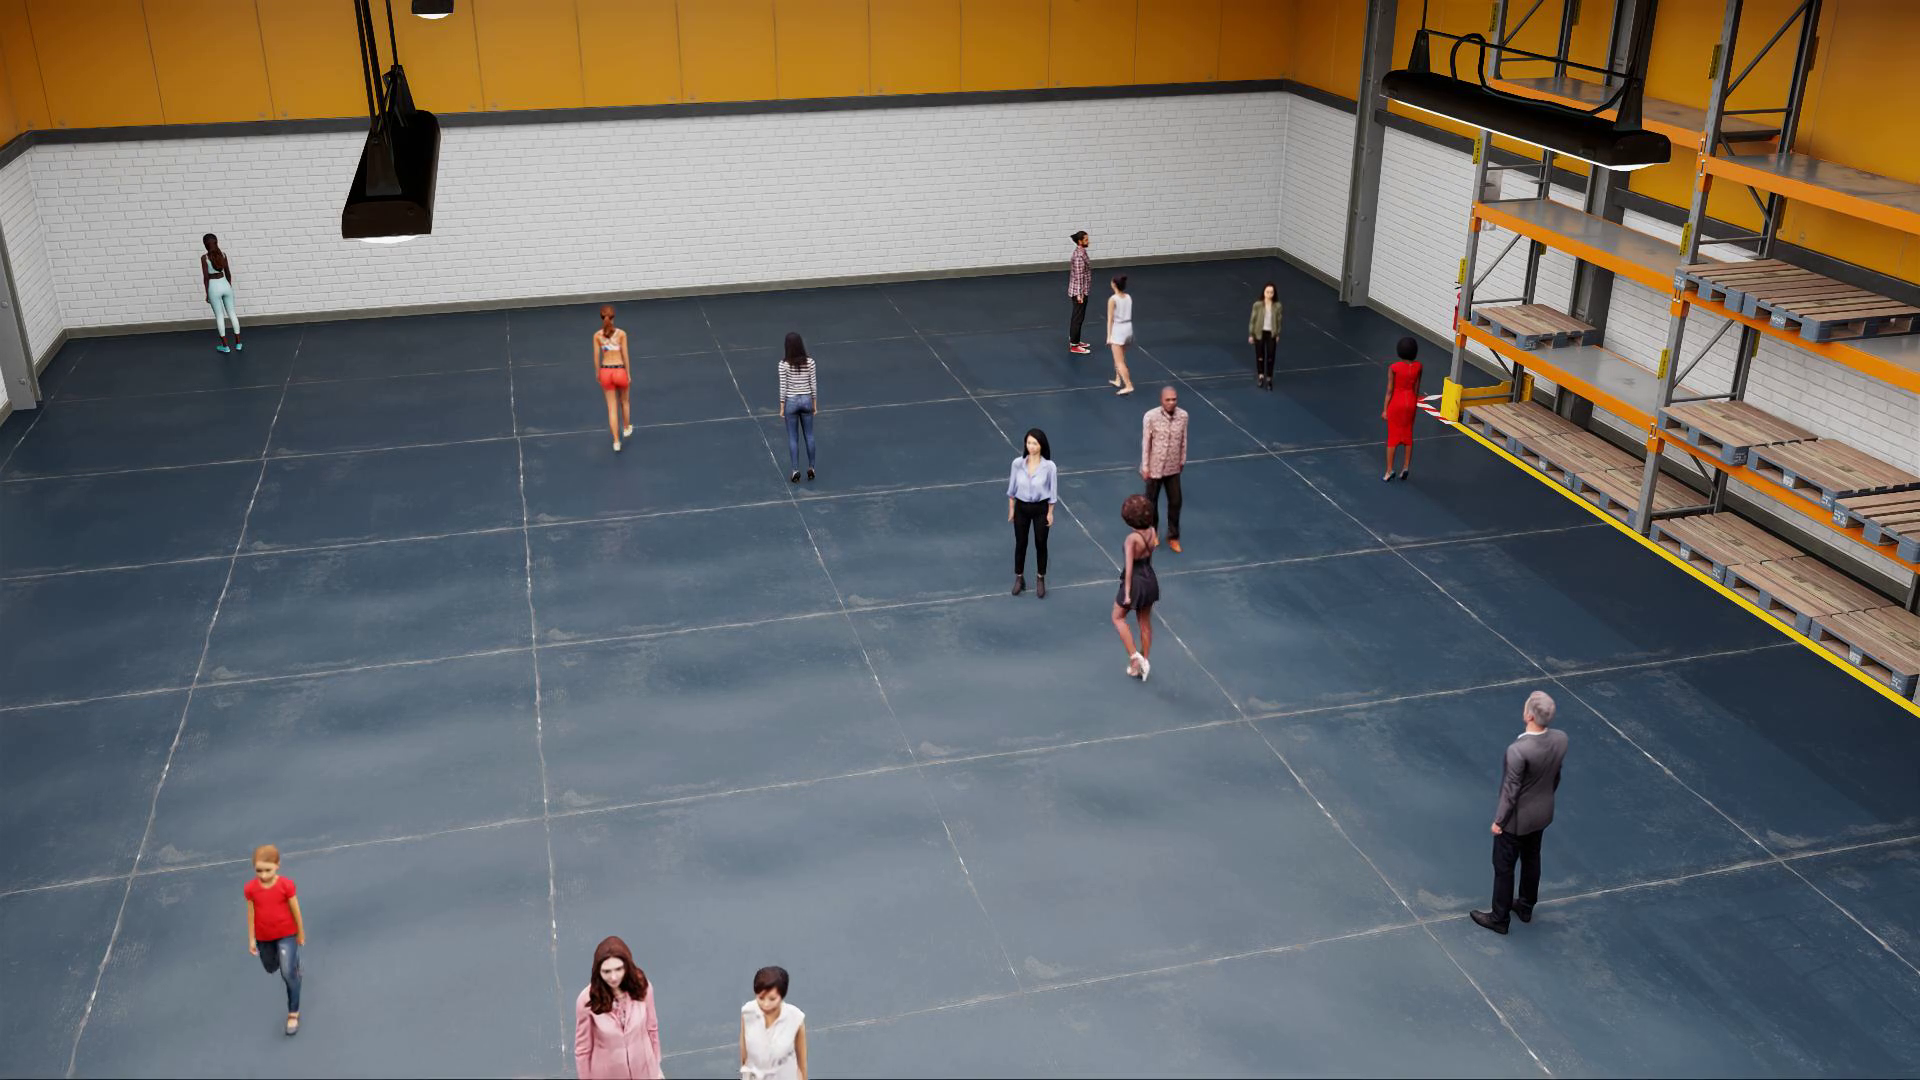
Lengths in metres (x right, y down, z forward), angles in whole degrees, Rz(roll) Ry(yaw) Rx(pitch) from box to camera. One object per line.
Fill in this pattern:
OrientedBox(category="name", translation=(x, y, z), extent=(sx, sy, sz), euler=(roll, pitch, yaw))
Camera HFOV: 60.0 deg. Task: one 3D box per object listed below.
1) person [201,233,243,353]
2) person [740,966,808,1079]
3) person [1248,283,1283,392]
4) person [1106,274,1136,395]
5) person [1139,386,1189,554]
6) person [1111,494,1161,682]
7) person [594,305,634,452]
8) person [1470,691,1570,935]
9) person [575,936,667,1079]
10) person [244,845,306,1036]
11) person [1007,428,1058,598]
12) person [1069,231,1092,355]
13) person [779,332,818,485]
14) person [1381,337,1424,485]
OrientedBox(category="person", translation=(-10.727, -3.592, 24.098), extent=(0.684, 1.725, 0.656), euler=(20, 31, 39))
OrientedBox(category="person", translation=(-1.026, 2.975, 9.310), extent=(0.683, 1.537, 0.795), euler=(3, 24, 6))
OrientedBox(category="person", translation=(4.145, -2.786, 22.586), extent=(0.733, 1.460, 0.794), euler=(6, 24, 13))
OrientedBox(category="person", translation=(2.207, -2.760, 22.362), extent=(0.794, 1.590, 0.928), euler=(-21, 31, -39))
OrientedBox(category="person", translation=(2.118, -0.801, 17.639), extent=(0.728, 1.786, 0.821), euler=(-3, 24, -7))
OrientedBox(category="person", translation=(1.642, 0.462, 14.753), extent=(0.674, 1.783, 0.719), euler=(-19, 30, -37))
OrientedBox(category="person", translation=(-4.228, -1.948, 20.289), extent=(0.684, 1.764, 0.974), euler=(-2, 24, -6))
OrientedBox(category="person", translation=(3.883, 1.862, 11.477), extent=(0.791, 1.841, 0.711), euler=(-14, 27, -29))
OrientedBox(category="person", translation=(-1.845, 2.921, 9.105), extent=(0.657, 1.801, 0.578), euler=(-11, 26, -23))
OrientedBox(category="person", translation=(-4.387, 2.498, 10.705), extent=(0.568, 1.295, 0.834), euler=(-2, 24, -5))
OrientedBox(category="person", translation=(0.722, -0.275, 16.488), extent=(0.730, 1.743, 0.723), euler=(6, 24, 13))
OrientedBox(category="person", translation=(1.740, -3.614, 24.103), extent=(0.824, 1.761, 0.632), euler=(1, 24, 2))
OrientedBox(category="person", translation=(-1.875, -1.532, 19.301), extent=(0.577, 1.793, 0.498), euler=(-7, 25, -15))
OrientedBox(category="person", translation=(5.130, -1.508, 19.303), extent=(0.575, 1.747, 0.502), euler=(-5, 24, -11))
